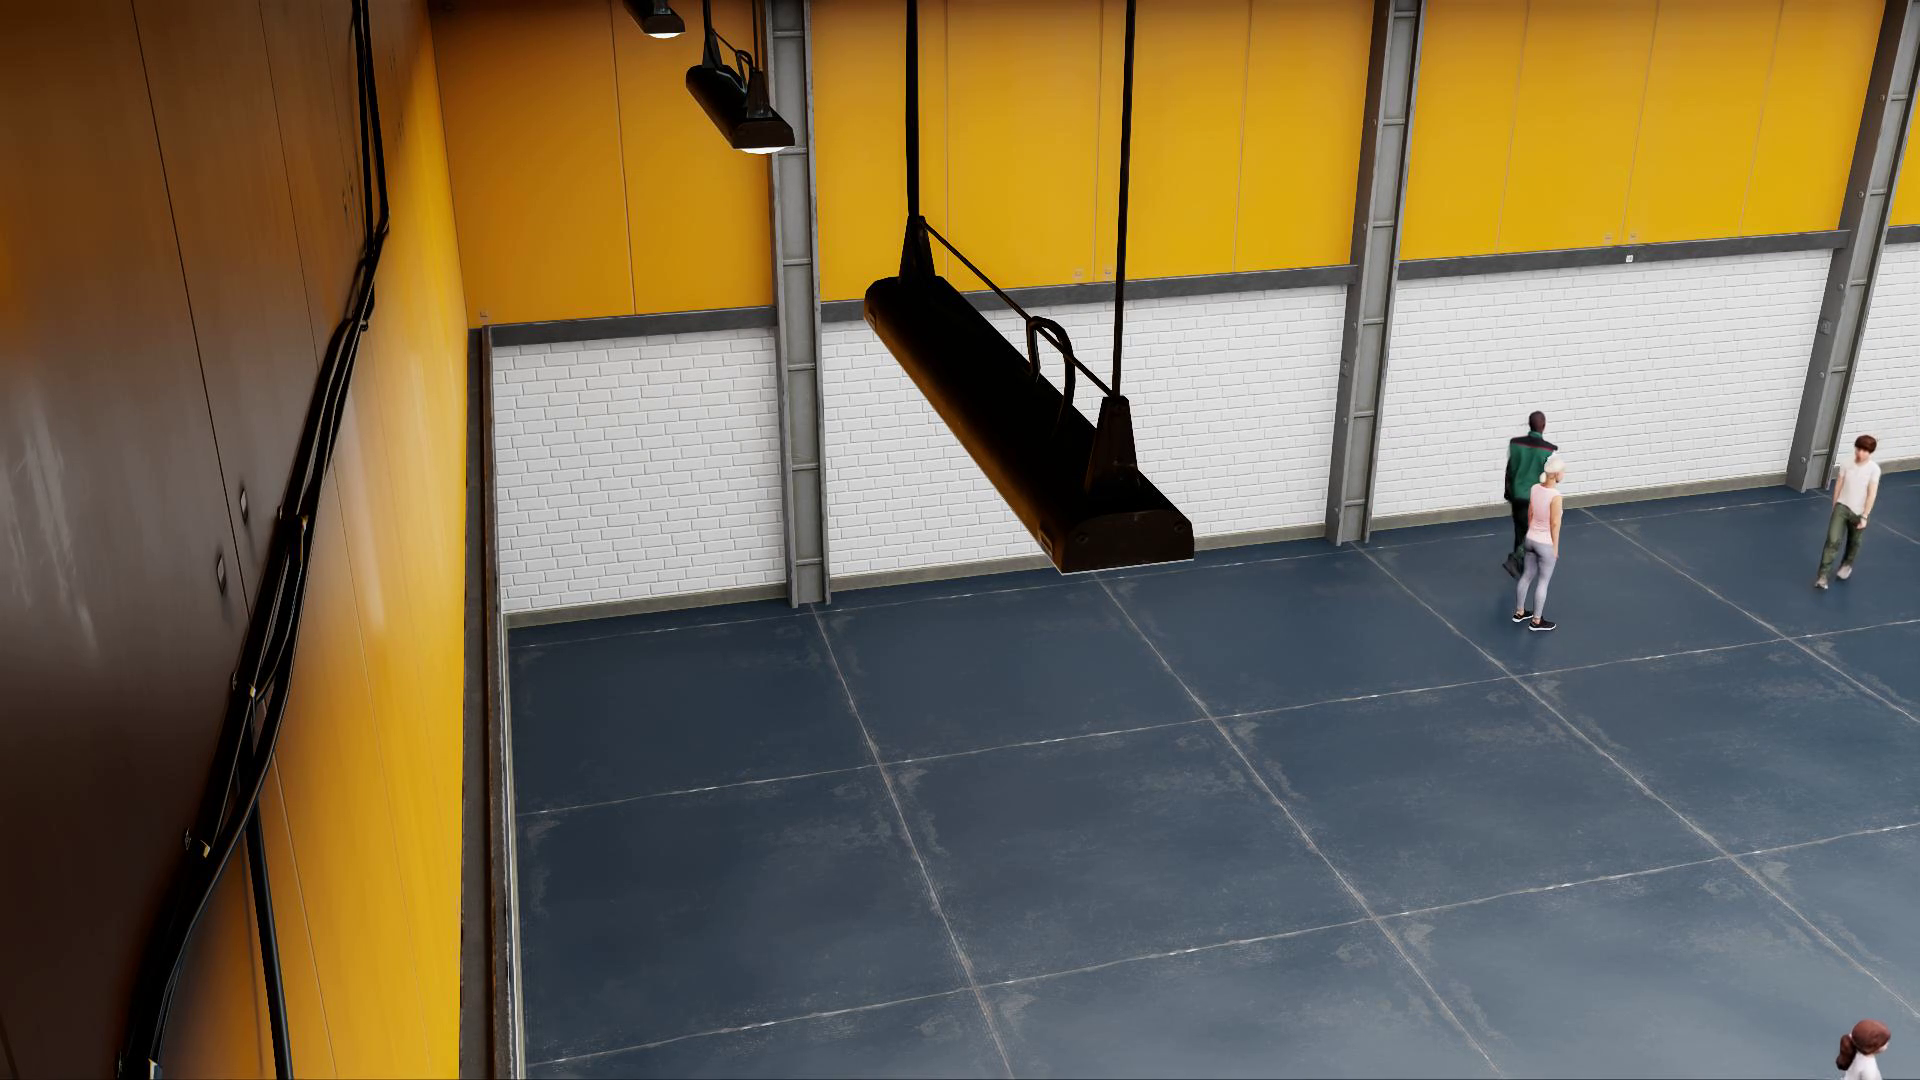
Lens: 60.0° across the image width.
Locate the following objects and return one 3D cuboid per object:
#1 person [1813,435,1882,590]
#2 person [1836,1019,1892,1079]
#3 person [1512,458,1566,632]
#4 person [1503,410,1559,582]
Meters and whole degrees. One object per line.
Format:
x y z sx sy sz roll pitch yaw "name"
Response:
9.115 -0.286 16.937 1.005 1.601 1.204 19 30 37 "person"
5.089 3.214 9.571 0.779 1.088 0.618 3 24 7 "person"
5.611 0.030 16.065 0.567 1.721 0.590 -10 26 -22 "person"
5.764 -0.422 16.973 1.008 1.821 1.115 22 32 40 "person"
